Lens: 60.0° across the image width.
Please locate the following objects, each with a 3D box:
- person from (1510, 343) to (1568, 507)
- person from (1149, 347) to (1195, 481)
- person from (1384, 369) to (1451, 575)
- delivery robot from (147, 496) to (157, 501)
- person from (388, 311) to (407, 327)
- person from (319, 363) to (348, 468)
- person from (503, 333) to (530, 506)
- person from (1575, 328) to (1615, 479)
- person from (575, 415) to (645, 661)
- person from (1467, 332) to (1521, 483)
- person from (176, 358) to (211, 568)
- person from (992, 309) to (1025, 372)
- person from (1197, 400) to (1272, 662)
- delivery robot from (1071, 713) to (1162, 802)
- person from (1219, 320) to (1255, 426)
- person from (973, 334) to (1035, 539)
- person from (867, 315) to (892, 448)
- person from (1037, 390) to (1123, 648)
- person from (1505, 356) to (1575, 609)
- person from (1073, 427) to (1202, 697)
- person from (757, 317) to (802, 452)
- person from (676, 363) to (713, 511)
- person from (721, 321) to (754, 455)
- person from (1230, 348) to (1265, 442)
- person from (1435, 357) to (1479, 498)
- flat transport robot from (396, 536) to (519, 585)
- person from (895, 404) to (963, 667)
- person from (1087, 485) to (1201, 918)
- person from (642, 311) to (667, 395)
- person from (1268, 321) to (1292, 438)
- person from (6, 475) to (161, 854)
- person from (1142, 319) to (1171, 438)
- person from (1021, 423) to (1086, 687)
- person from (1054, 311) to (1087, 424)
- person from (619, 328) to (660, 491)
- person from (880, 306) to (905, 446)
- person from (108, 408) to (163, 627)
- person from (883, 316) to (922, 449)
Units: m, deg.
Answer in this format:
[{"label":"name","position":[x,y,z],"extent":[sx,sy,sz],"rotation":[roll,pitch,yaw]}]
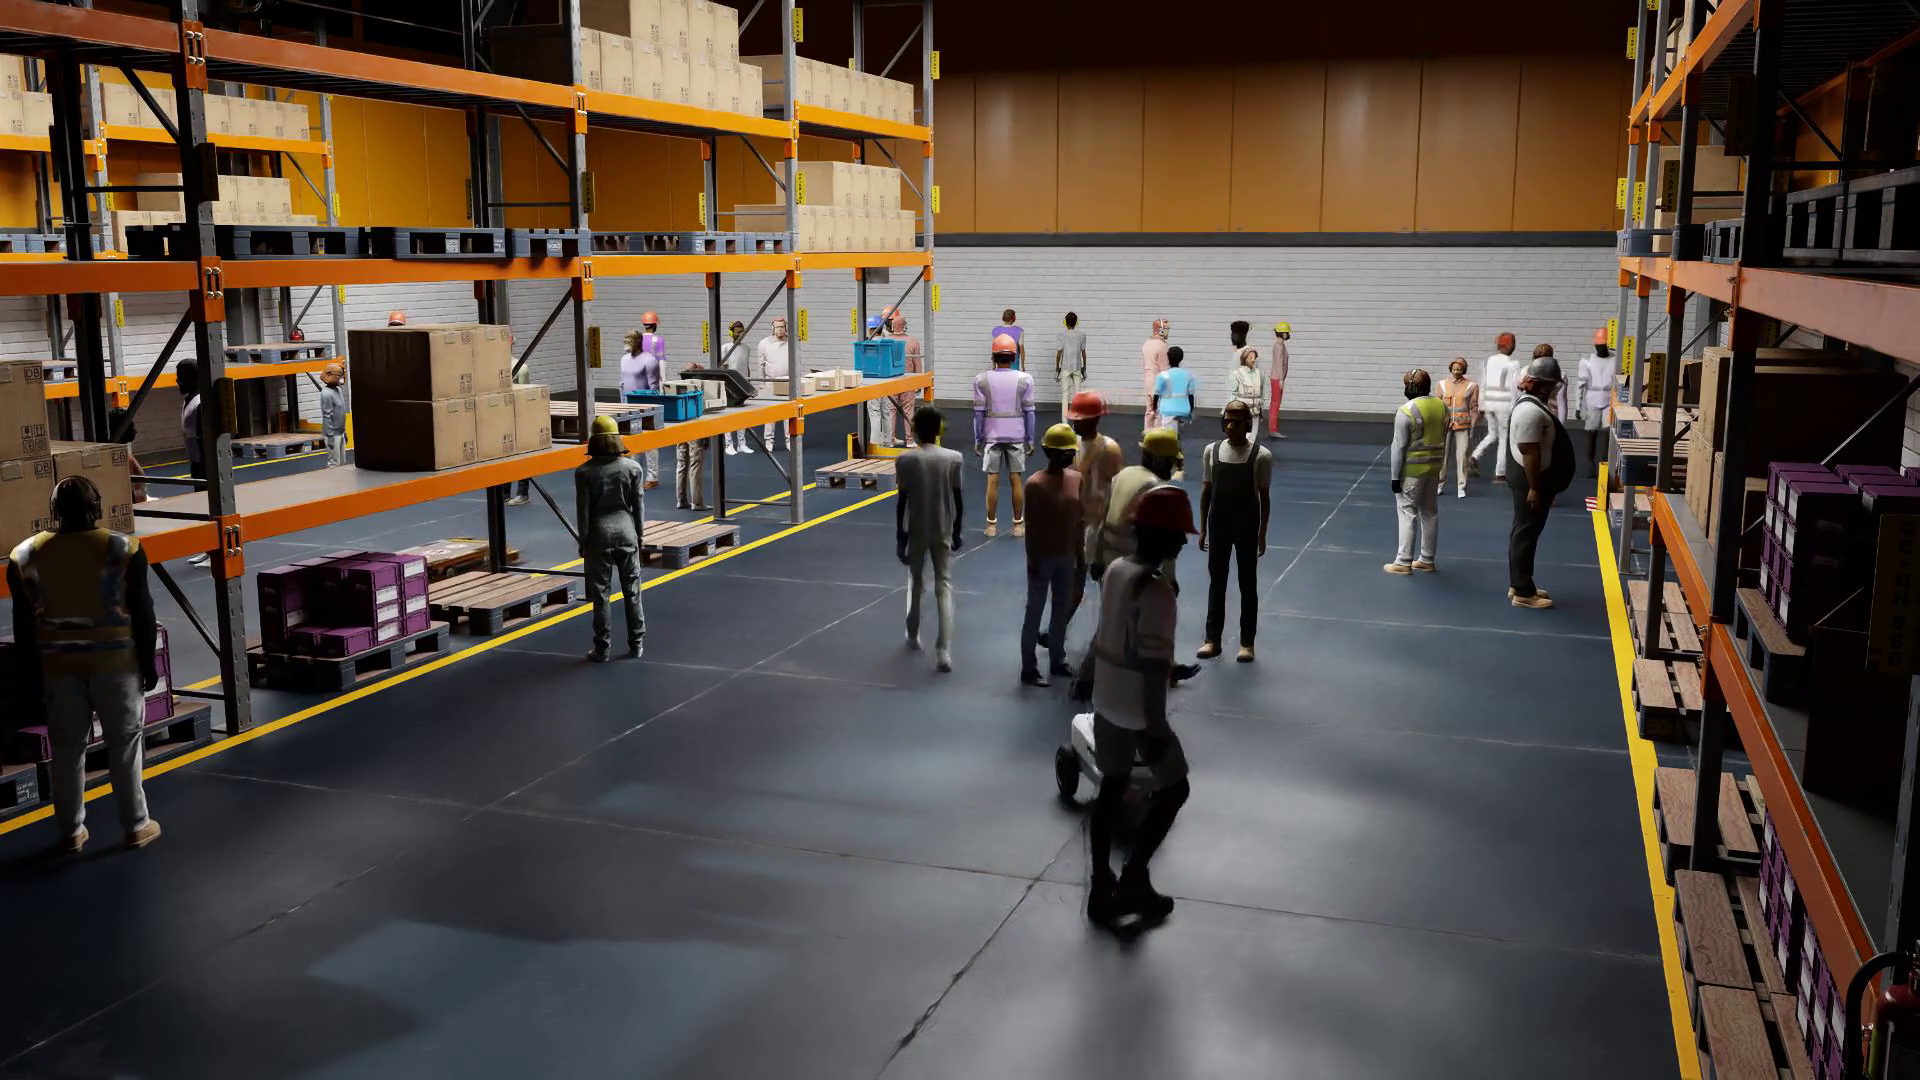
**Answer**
[{"label":"person","position":[6.473,-1.278,18.612],"extent":[0.630,1.836,0.429],"rotation":[7,12,35]},{"label":"person","position":[2.630,-1.592,20.852],"extent":[0.535,1.647,0.861],"rotation":[-4,11,-23]},{"label":"person","position":[4.053,-0.599,14.791],"extent":[0.624,1.837,0.429],"rotation":[-6,12,-32]},{"label":"delivery robot","position":[-8.001,-0.261,16.207],"extent":[0.477,0.478,0.707],"rotation":[-4,11,-21]},{"label":"person","position":[-7.907,-2.235,23.535],"extent":[0.611,1.995,0.380],"rotation":[-3,11,-16]},{"label":"person","position":[-6.949,-1.160,18.533],"extent":[0.297,1.622,0.505],"rotation":[-1,10,-4]},{"label":"person","position":[-5.103,-1.376,18.729],"extent":[0.608,1.985,0.396],"rotation":[6,12,31]},{"label":"person","position":[7.931,-1.661,20.578],"extent":[0.601,1.896,0.872],"rotation":[4,11,22]},{"label":"person","position":[-2.467,-0.012,11.743],"extent":[0.484,1.738,0.305],"rotation":[-5,11,-25]},{"label":"person","position":[6.565,-1.615,20.430],"extent":[0.551,1.869,0.568],"rotation":[-5,11,-26]},{"label":"person","position":[-6.883,-0.700,15.150],"extent":[0.392,1.911,0.582],"rotation":[-6,12,-31]},{"label":"person","position":[0.813,-2.975,28.133],"extent":[0.570,1.840,0.372],"rotation":[3,10,15]},{"label":"person","position":[1.930,-0.064,11.735],"extent":[0.506,1.846,0.345],"rotation":[5,11,24]},{"label":"delivery robot","position":[0.816,1.086,8.622],"extent":[0.477,0.478,0.707],"rotation":[-2,10,-10]},{"label":"person","position":[3.650,-1.904,21.779],"extent":[0.407,1.949,0.616],"rotation":[-2,10,-11]},{"label":"person","position":[0.441,-1.026,16.576],"extent":[0.615,2.047,0.359],"rotation":[0,10,3]},{"label":"person","position":[-1.155,-2.159,23.243],"extent":[0.391,1.948,0.605],"rotation":[7,12,35]},{"label":"person","position":[0.878,-0.148,12.095],"extent":[1.002,1.877,0.583],"rotation":[-6,12,-30]},{"label":"person","position":[4.709,-0.479,13.520],"extent":[0.536,2.000,0.677],"rotation":[3,10,15]},{"label":"person","position":[1.167,0.148,10.796],"extent":[0.984,1.750,0.600],"rotation":[-3,11,-19]},{"label":"person","position":[-2.547,-2.196,23.566],"extent":[0.640,1.909,0.409],"rotation":[-3,10,-14]},{"label":"person","position":[-2.960,-1.134,18.361],"extent":[0.519,1.634,0.312],"rotation":[8,13,38]},{"label":"person","position":[-3.108,-2.128,23.291],"extent":[0.310,1.868,0.532],"rotation":[10,14,43]},{"label":"person","position":[3.611,-1.597,20.943],"extent":[0.522,1.639,0.306],"rotation":[-6,11,-29]},{"label":"person","position":[5.745,-1.308,19.318],"extent":[0.511,1.639,0.308],"rotation":[5,11,26]},{"label":"flat transport robot","position":[-4.603,0.185,14.757],"extent":[0.652,0.197,1.431],"rotation":[3,10,18]},{"label":"person","position":[-0.206,-0.046,11.756],"extent":[0.511,1.814,1.011],"rotation":[-2,10,-8]},{"label":"person","position":[0.775,0.712,7.163],"extent":[0.489,1.909,0.570],"rotation":[-5,11,-27]},{"label":"person","position":[-4.598,-2.442,24.853],"extent":[0.545,1.942,0.354],"rotation":[5,11,26]},{"label":"person","position":[4.868,-2.434,25.297],"extent":[0.322,1.769,0.523],"rotation":[1,10,7]},{"label":"person","position":[-4.194,0.602,8.022],"extent":[0.627,1.836,0.428],"rotation":[-2,10,-10]},{"label":"person","position":[2.776,-2.113,23.100],"extent":[0.407,1.908,0.641],"rotation":[-4,11,-20]},{"label":"person","position":[0.643,0.098,11.077],"extent":[0.522,1.758,0.350],"rotation":[-9,13,-41]},{"label":"person","position":[1.758,-2.689,26.439],"extent":[0.519,1.873,0.328],"rotation":[-1,10,-6]},{"label":"person","position":[-3.837,-1.556,19.870],"extent":[0.635,1.936,0.355],"rotation":[8,13,39]},{"label":"person","position":[-1.009,-2.379,24.208],"extent":[0.379,2.045,0.605],"rotation":[5,11,28]},{"label":"person","position":[-6.344,-0.153,12.650],"extent":[0.319,1.697,0.532],"rotation":[-8,13,-39]},{"label":"person","position":[-0.866,-2.259,23.929],"extent":[0.651,1.904,0.403],"rotation":[1,10,6]}]
